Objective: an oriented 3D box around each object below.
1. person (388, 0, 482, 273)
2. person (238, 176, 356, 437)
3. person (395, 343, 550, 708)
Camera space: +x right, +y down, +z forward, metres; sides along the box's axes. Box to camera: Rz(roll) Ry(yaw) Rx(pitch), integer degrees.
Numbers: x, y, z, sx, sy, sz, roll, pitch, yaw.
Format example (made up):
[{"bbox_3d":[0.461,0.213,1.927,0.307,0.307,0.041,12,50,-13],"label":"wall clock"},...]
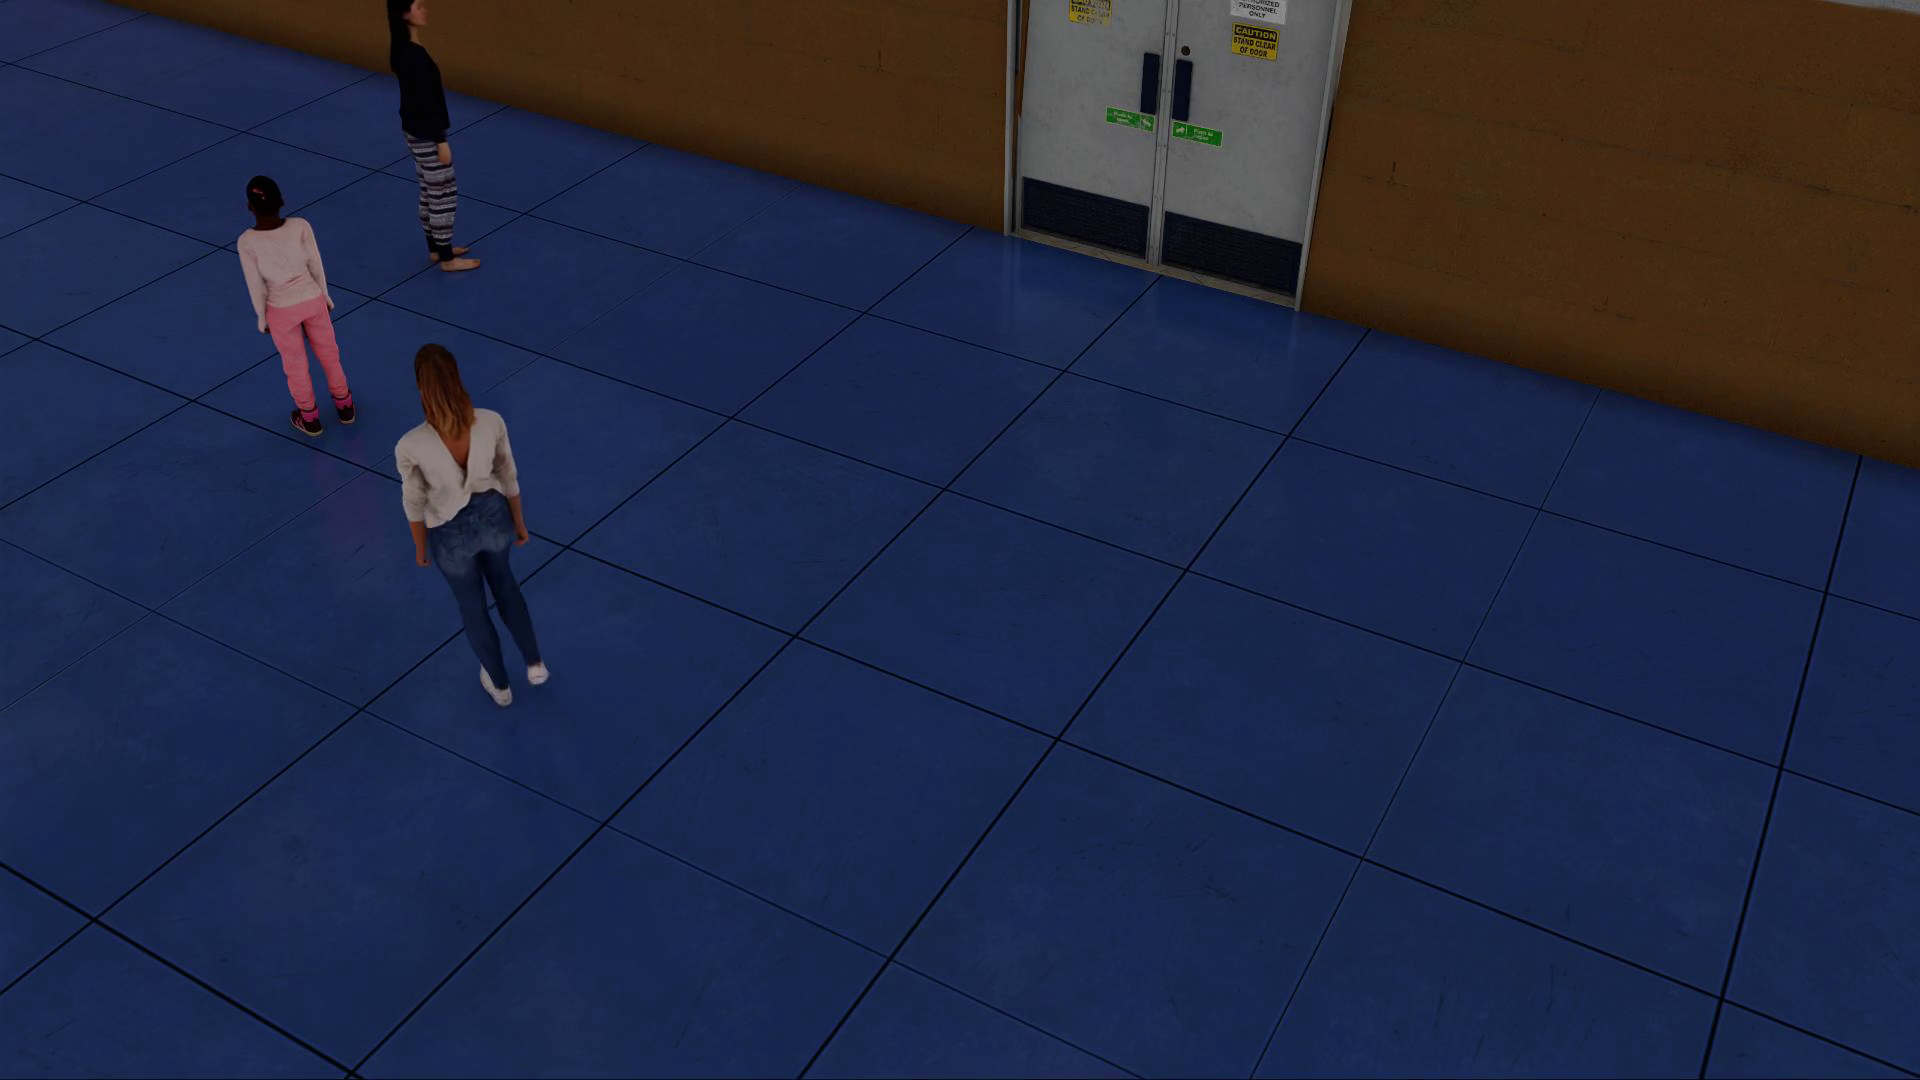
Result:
[{"bbox_3d":[-3.180,-2.440,9.901,0.677,1.732,0.679,-20,41,-24],"label":"person"},{"bbox_3d":[-3.401,-1.209,8.500,0.557,1.443,0.671,-24,43,-28],"label":"person"},{"bbox_3d":[-1.921,0.024,6.634,0.721,1.712,0.788,-24,43,-28],"label":"person"}]
